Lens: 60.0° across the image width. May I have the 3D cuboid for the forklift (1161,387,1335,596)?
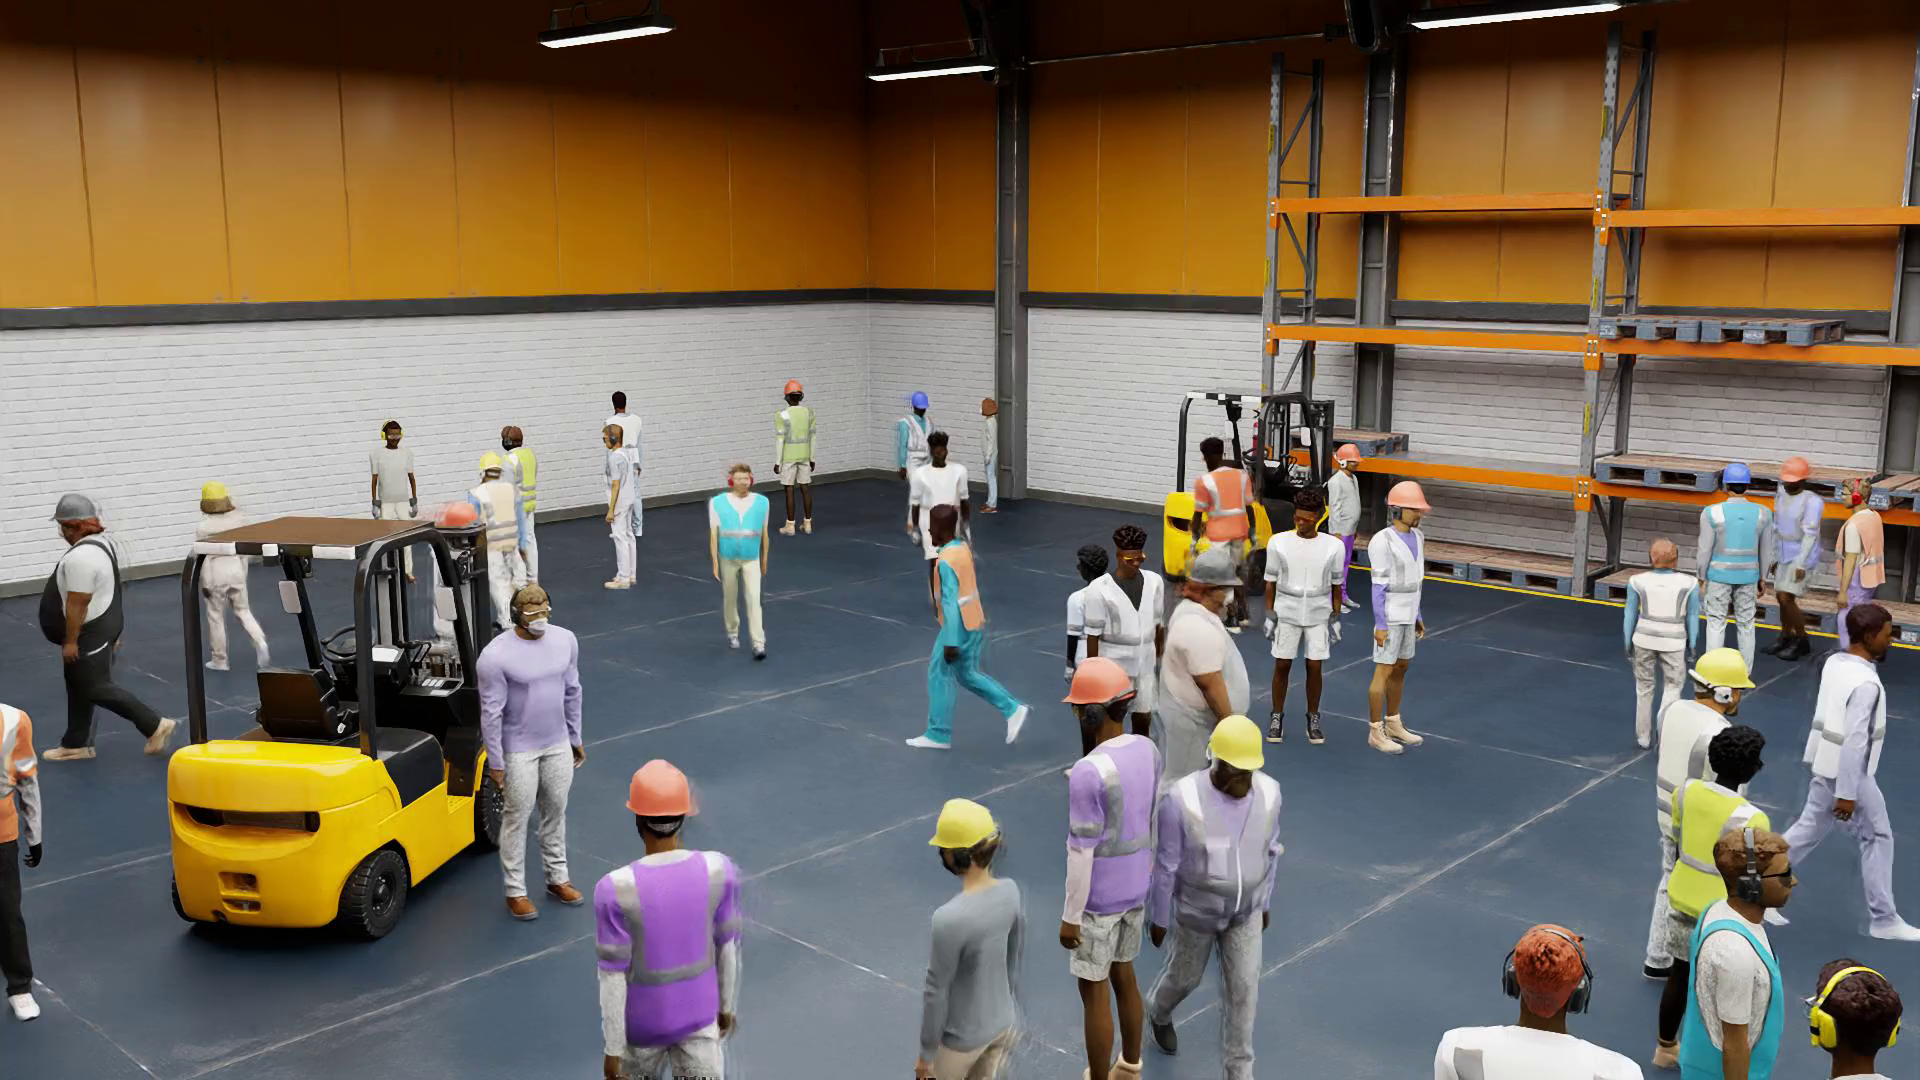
[{"bbox_3d":[3.298,-0.608,18.767,1.214,2.155,2.313,9,13,42],"label":"forklift"}]

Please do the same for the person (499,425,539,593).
[{"bbox_3d":[-4.868,-0.339,18.240,0.429,1.841,0.634,3,10,16],"label":"person"}]

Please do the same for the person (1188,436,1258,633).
[{"bbox_3d":[2.601,-0.053,16.389,0.651,1.917,0.553,-4,11,-21],"label":"person"}]

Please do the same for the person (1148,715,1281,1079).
[{"bbox_3d":[1.104,1.587,7.459,0.611,1.794,0.798,-3,10,-15],"label":"person"}]

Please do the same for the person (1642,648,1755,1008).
[{"bbox_3d":[3.688,1.423,8.282,0.403,1.817,0.602,-2,10,-9],"label":"person"}]

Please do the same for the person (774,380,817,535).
[{"bbox_3d":[-2.185,-1.083,21.901,0.615,2.042,0.376,-7,12,-35],"label":"person"}]

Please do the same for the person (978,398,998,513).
[{"bbox_3d":[0.404,-1.210,23.782,0.284,1.636,0.500,-1,10,-3],"label":"person"}]

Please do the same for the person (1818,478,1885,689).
[{"bbox_3d":[7.615,0.391,14.110,0.566,1.836,0.383,-9,14,-43],"label":"person"}]

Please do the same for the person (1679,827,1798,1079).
[{"bbox_3d":[2.635,1.868,5.666,0.345,1.847,0.506,3,10,18],"label":"person"}]

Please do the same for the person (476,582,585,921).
[{"bbox_3d":[-2.406,1.175,9.395,0.387,1.931,0.633,9,13,42],"label":"person"}]

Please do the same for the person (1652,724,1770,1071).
[{"bbox_3d":[3.360,1.642,7.407,0.319,1.687,0.537,-3,11,-19],"label":"person"}]

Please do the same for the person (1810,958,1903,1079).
[{"bbox_3d":[2.384,2.057,4.559,0.512,1.861,0.325,-2,10,-11],"label":"person"}]

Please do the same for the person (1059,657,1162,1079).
[{"bbox_3d":[0.618,1.508,7.210,0.410,2.030,0.611,7,12,35],"label":"person"}]

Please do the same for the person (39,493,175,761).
[{"bbox_3d":[-6.291,0.628,12.166,0.883,2.000,0.677,-3,10,-17],"label":"person"}]

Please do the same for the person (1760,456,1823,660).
[{"bbox_3d":[7.580,0.174,15.146,0.503,1.902,0.590,-2,10,-10],"label":"person"}]

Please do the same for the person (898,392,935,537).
[{"bbox_3d":[-0.493,-0.979,21.677,0.596,1.909,0.637,8,13,37],"label":"person"}]

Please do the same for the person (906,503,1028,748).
[{"bbox_3d":[0.045,0.656,12.491,0.830,1.883,0.637,2,10,12],"label":"person"}]

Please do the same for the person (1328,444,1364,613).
[{"bbox_3d":[4.014,-0.132,17.312,0.329,1.752,0.563,6,12,31],"label":"person"}]

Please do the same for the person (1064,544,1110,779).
[{"bbox_3d":[0.959,0.867,11.802,0.536,1.691,0.321,-9,13,-40],"label":"person"}]

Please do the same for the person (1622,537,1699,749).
[{"bbox_3d":[5.203,0.797,12.385,0.531,1.620,0.462,5,11,26],"label":"person"}]

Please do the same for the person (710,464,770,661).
[{"bbox_3d":[-2.020,0.192,15.350,0.563,1.795,0.986,-2,10,-13],"label":"person"}]

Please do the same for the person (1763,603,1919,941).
[{"bbox_3d":[4.803,1.252,9.097,0.976,1.879,0.605,2,10,11],"label":"person"}]

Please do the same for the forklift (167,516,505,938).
[{"bbox_3d":[-3.583,0.976,9.748,1.214,2.155,2.313,2,10,11],"label":"forklift"}]

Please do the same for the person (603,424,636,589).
[{"bbox_3d":[-3.782,-0.374,18.440,0.345,1.843,0.504,2,10,9],"label":"person"}]

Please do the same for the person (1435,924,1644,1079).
[{"bbox_3d":[1.627,2.009,4.748,0.583,1.882,0.337,4,11,22],"label":"person"}]

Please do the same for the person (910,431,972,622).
[{"bbox_3d":[-0.215,-0.165,16.962,0.615,1.948,0.780,-4,11,-20],"label":"person"}]

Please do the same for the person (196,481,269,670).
[{"bbox_3d":[-6.495,0.329,14.749,0.643,1.724,0.489,7,12,34],"label":"person"}]

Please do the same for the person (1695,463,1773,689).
[{"bbox_3d":[6.606,0.310,14.251,0.616,1.942,0.408,1,10,4],"label":"person"}]

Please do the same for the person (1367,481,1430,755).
[{"bbox_3d":[3.303,0.570,12.484,0.369,2.046,0.606,10,14,44],"label":"person"}]

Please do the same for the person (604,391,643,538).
[{"bbox_3d":[-4.365,-0.973,21.645,0.383,1.914,0.591,7,12,36],"label":"person"}]

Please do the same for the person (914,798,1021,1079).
[{"bbox_3d":[0.044,1.816,6.207,0.423,1.751,0.547,7,12,35],"label":"person"}]

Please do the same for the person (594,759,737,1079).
[{"bbox_3d":[-1.062,1.756,6.160,0.548,1.901,0.931,-5,11,-28],"label":"person"}]

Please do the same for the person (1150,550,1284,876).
[{"bbox_3d":[1.549,1.032,9.871,0.925,2.000,0.686,2,10,9],"label":"person"}]

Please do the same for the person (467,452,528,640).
[{"bbox_3d":[-4.447,0.059,16.142,0.674,1.798,0.610,8,13,37],"label":"person"}]

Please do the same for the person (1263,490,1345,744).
[{"bbox_3d":[2.610,0.581,12.662,0.602,1.961,0.371,1,10,8],"label":"person"}]

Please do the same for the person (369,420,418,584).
[{"bbox_3d":[-6.335,-0.414,18.635,0.509,1.858,0.334,-6,12,-31],"label":"person"}]

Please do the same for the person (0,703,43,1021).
[{"bbox_3d":[-4.733,1.426,7.989,0.593,1.918,0.406,-7,12,-34],"label":"person"}]

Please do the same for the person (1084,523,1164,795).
[{"bbox_3d":[1.119,0.851,11.168,0.610,1.952,0.387,-5,11,-27],"label":"person"}]
